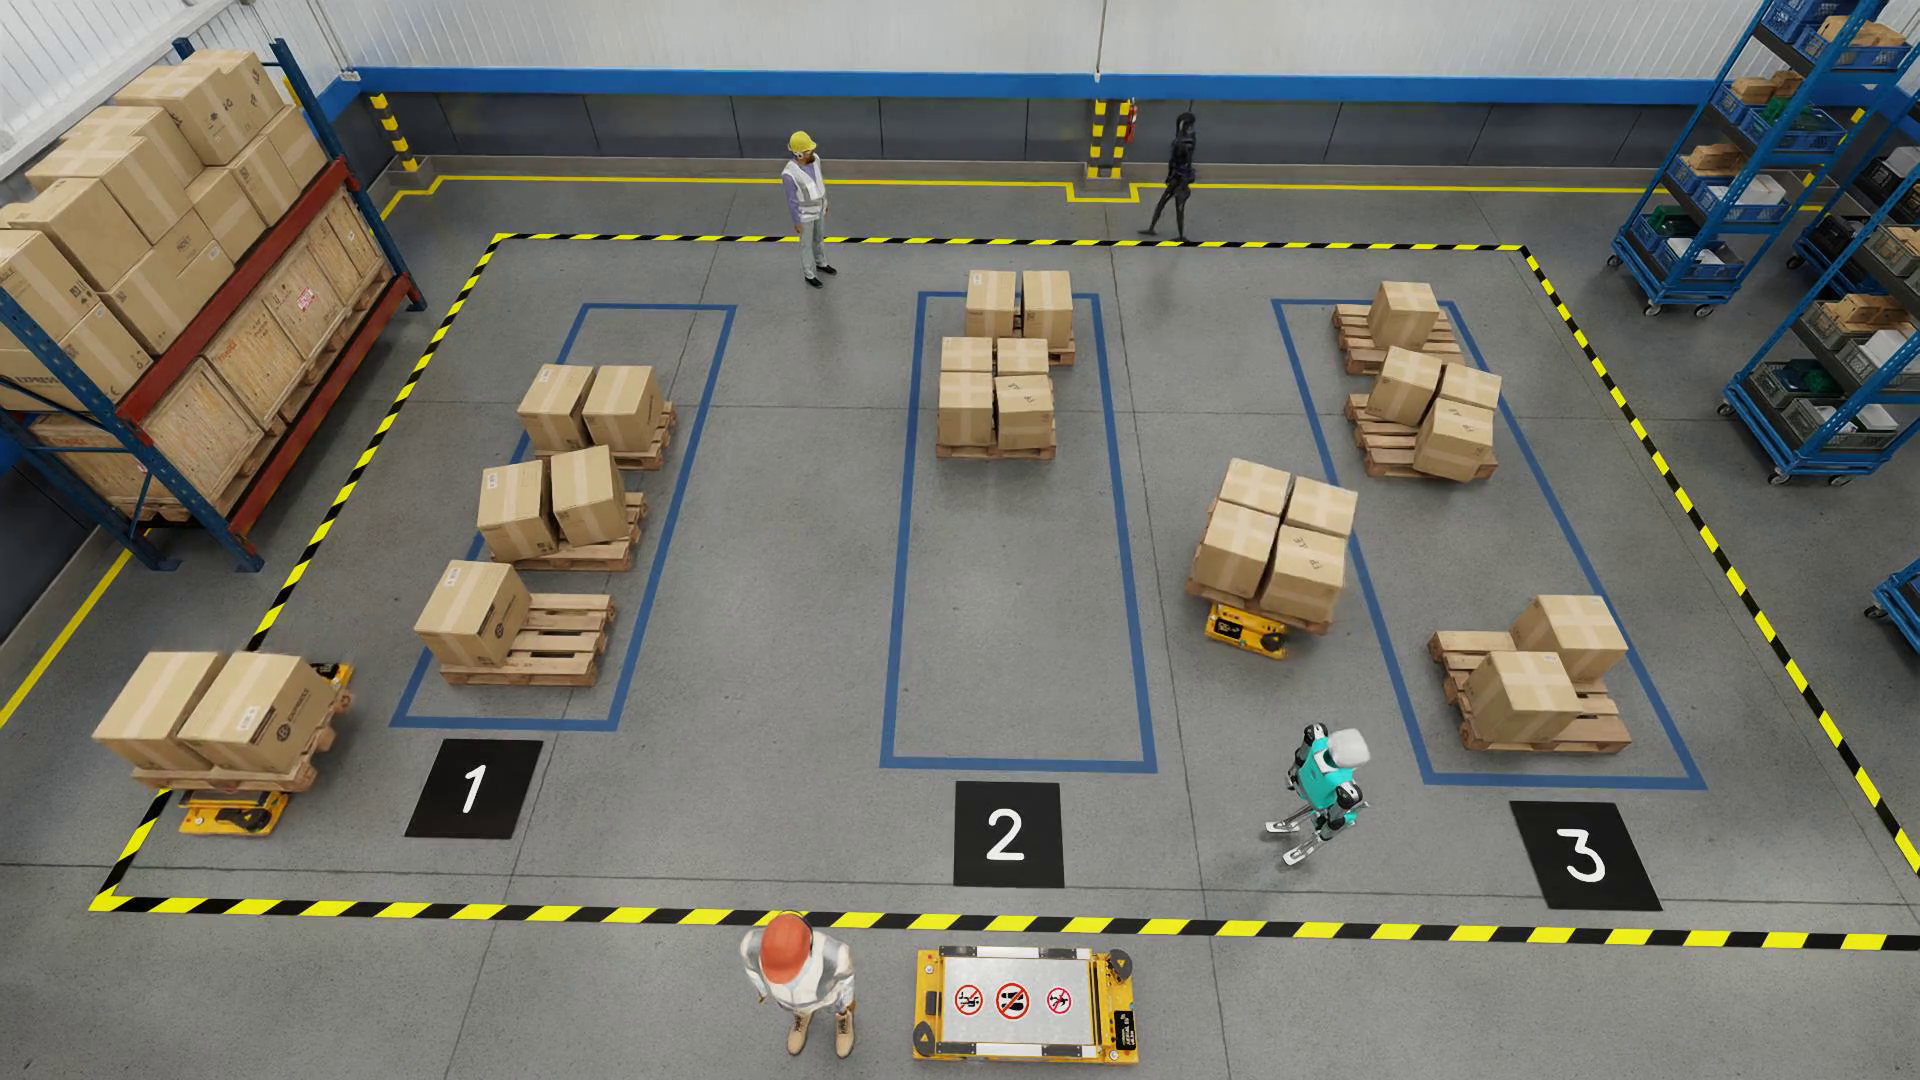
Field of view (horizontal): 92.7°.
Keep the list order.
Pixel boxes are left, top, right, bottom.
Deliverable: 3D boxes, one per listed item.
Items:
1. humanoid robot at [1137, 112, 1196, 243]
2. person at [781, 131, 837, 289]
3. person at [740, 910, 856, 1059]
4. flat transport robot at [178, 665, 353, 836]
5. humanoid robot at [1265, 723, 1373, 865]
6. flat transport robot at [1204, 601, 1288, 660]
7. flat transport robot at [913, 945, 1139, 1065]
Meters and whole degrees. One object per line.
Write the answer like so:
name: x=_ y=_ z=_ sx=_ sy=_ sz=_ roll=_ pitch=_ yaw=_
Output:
humanoid robot: x=2.598 y=-4.353 z=11.138 sx=0.661 sy=1.636 sz=0.612 roll=-7 pitch=51 yaw=-6
person: x=-1.726 y=-3.805 z=10.576 sx=0.404 sy=1.835 sz=0.597 roll=24 pitch=55 yaw=18
person: x=-0.882 y=2.571 z=5.244 sx=0.606 sy=2.048 sz=0.366 roll=4 pitch=51 yaw=3
flat transport robot: x=-5.434 y=1.581 z=7.179 sx=0.652 sy=0.197 sz=1.431 roll=1 pitch=51 yaw=1
humanoid robot: x=2.506 y=1.684 z=6.082 sx=0.735 sy=1.672 sz=0.533 roll=-11 pitch=52 yaw=-9
flat transport robot: x=2.682 y=0.351 z=8.182 sx=0.652 sy=0.197 sz=1.431 roll=18 pitch=53 yaw=14
flat transport robot: x=0.422 y=3.041 z=6.007 sx=1.431 sy=0.231 sz=0.659 roll=1 pitch=51 yaw=1
